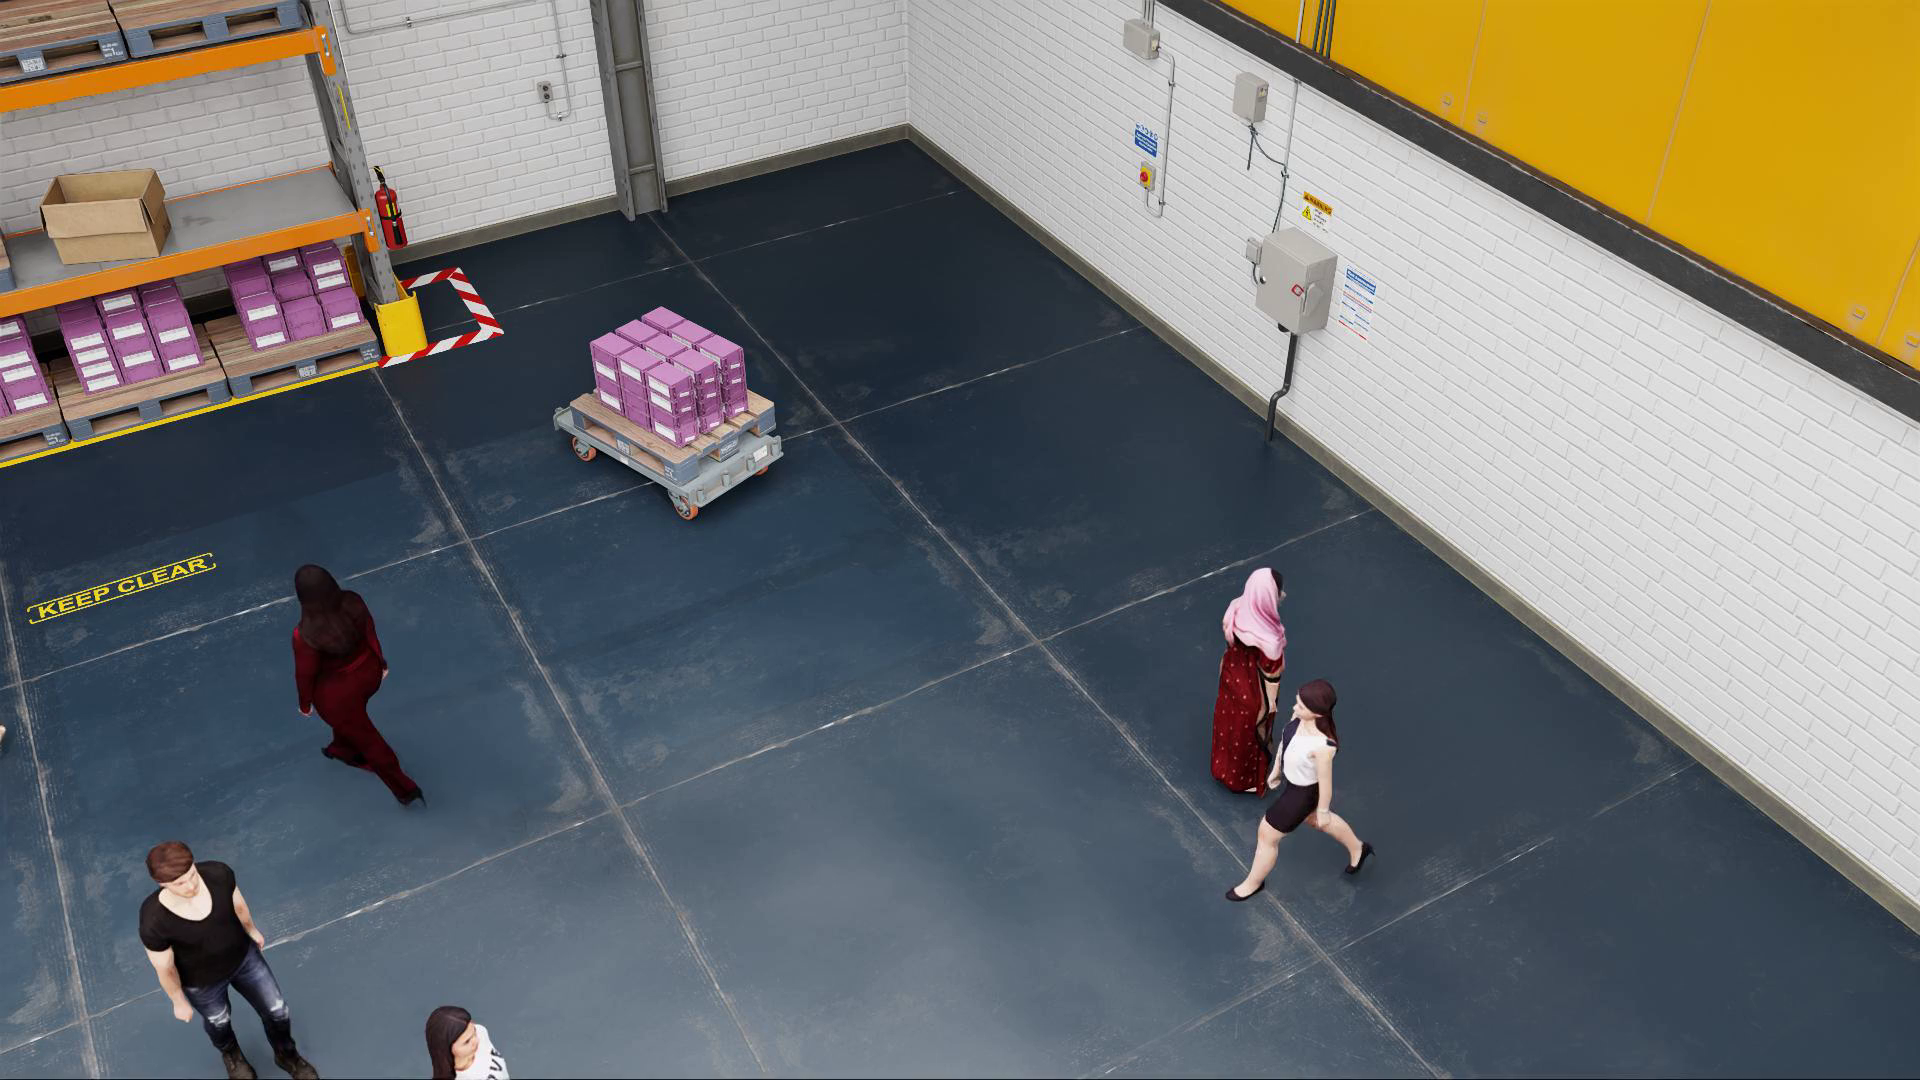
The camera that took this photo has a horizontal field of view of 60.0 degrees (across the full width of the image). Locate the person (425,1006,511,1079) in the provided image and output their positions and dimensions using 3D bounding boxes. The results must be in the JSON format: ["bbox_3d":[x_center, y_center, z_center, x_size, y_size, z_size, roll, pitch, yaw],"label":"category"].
[{"bbox_3d":[-2.196,2.653,7.360,1.172,1.745,0.997,3,39,3],"label":"person"}]

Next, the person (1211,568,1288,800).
[{"bbox_3d":[1.699,0.824,9.738,0.637,1.637,0.688,-14,41,-17],"label":"person"}]

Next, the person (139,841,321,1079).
[{"bbox_3d":[-3.632,2.023,8.053,0.916,1.865,0.893,26,45,29],"label":"person"}]

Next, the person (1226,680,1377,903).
[{"bbox_3d":[1.957,1.364,9.087,1.166,1.605,0.827,-5,39,-6],"label":"person"}]

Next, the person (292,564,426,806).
[{"bbox_3d":[-3.455,0.890,9.598,1.120,1.709,1.121,15,41,18],"label":"person"}]
